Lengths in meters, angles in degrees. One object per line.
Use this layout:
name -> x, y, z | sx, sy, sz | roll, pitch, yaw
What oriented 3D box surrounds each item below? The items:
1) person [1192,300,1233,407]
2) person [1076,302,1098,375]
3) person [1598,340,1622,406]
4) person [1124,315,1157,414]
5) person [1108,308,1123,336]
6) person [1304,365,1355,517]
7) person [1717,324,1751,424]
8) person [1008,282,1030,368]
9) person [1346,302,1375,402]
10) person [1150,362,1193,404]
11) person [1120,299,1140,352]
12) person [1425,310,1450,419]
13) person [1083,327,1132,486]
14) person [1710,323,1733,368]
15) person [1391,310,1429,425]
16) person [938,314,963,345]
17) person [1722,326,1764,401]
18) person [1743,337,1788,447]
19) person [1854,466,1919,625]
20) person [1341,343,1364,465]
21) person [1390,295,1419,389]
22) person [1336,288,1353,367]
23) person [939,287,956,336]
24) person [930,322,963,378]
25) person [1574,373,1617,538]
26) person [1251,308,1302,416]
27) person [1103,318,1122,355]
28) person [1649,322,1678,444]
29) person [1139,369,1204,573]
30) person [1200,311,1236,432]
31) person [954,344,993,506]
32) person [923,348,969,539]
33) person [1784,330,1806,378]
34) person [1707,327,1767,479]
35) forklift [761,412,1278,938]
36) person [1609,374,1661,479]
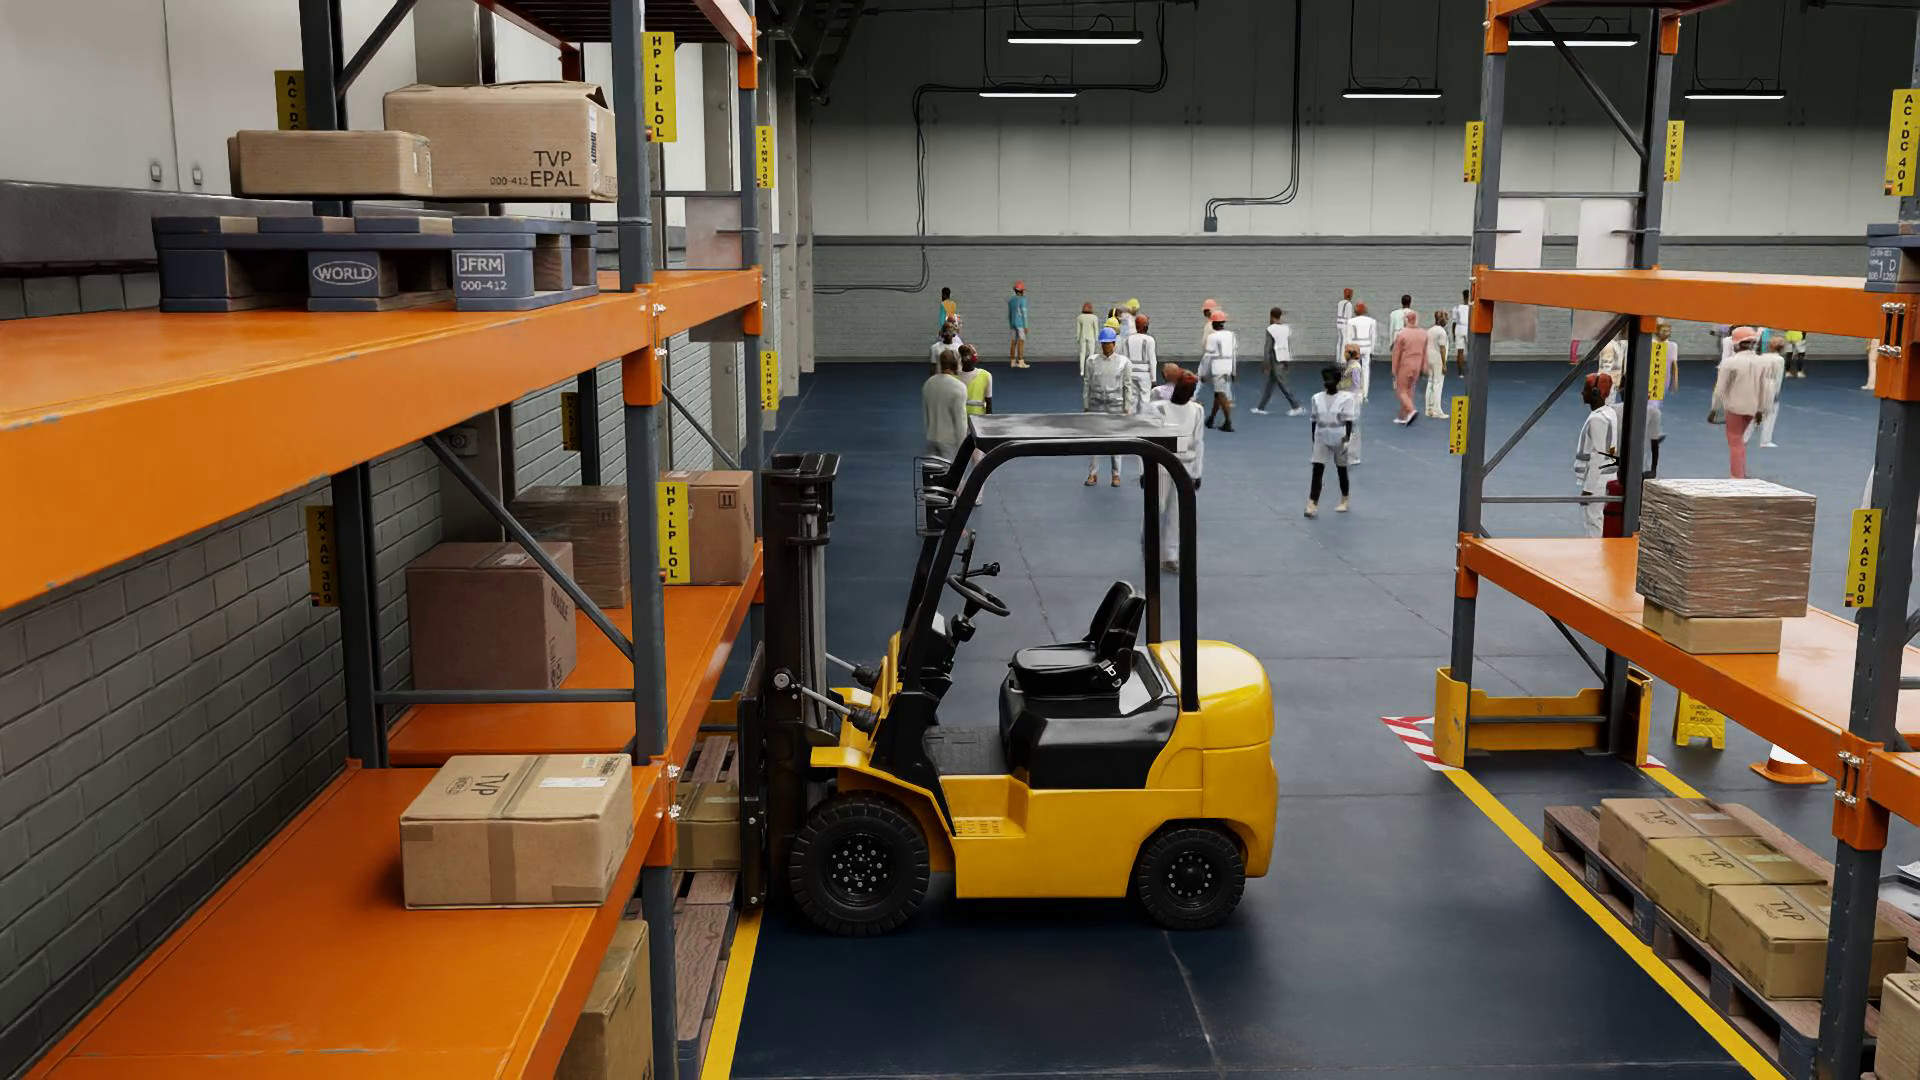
person -> 4.508, -3.373, 30.139 | 1.031, 1.938, 0.607 | -2, 10, -12
person -> 2.850, -4.495, 37.234 | 0.499, 1.634, 0.279 | 3, 11, 17
person -> 9.470, -2.289, 24.152 | 0.390, 1.924, 0.548 | 6, 12, 29
person -> 2.731, -2.443, 25.113 | 0.573, 1.883, 0.355 | 10, 14, 43
person -> 2.601, -2.978, 28.126 | 0.312, 1.869, 0.538 | 1, 10, 4
person -> 4.057, -1.082, 18.166 | 0.531, 1.649, 0.875 | 6, 12, 30
person -> 12.733, -2.788, 27.364 | 0.527, 1.765, 0.329 | -2, 10, -13
person -> 1.401, -5.093, 39.421 | 0.378, 2.045, 0.605 | -8, 13, -38
person -> 7.522, -3.555, 31.410 | 0.599, 1.850, 0.880 | -1, 10, -6
person -> 2.380, -1.185, 18.814 | 0.518, 1.630, 0.320 | -1, 10, -5
person -> 3.494, -4.065, 34.306 | 0.467, 1.820, 0.600 | 7, 12, 33
person -> 8.093, -2.968, 28.149 | 0.346, 1.844, 0.507 | -2, 10, -12
person -> 1.796, -1.626, 20.370 | 0.602, 1.949, 0.389 | 3, 10, 14
person -> 18.026, -4.996, 39.288 | 0.468, 1.903, 0.582 | 10, 14, 43
person -> 7.301, -2.797, 27.072 | 0.666, 1.895, 0.699 | -5, 11, -24
person -> -0.104, -2.462, 25.176 | 0.399, 1.900, 0.643 | -4, 11, -20
person -> 14.084, -3.295, 29.924 | 0.643, 1.873, 0.942 | -4, 11, -22
person -> 11.740, -2.149, 24.269 | 0.498, 1.629, 0.561 | -2, 10, -10
person -> 6.163, 0.104, 11.063 | 0.393, 1.836, 0.561 | 2, 10, 9
person -> 5.265, -1.827, 22.359 | 0.311, 1.638, 0.522 | 1, 10, 5
person -> 9.002, -4.008, 33.729 | 0.588, 1.920, 0.398 | 7, 12, 33
person -> 9.229, -5.087, 39.863 | 0.365, 1.879, 0.584 | -3, 11, -14
person -> -0.282, -5.013, 39.371 | 0.391, 1.911, 0.585 | 6, 12, 28
person -> -0.181, -2.199, 23.854 | 0.504, 1.847, 0.344 | -2, 10, -13
person -> 5.415, -0.486, 14.210 | 0.355, 1.883, 0.572 | 5, 12, 28
person -> 5.518, -3.078, 28.737 | 0.966, 1.860, 0.615 | 9, 13, 40
person -> 2.492, -2.781, 27.372 | 0.282, 1.746, 0.493 | 6, 12, 30
person -> 10.416, -2.331, 24.714 | 0.522, 1.796, 0.949 | 0, 10, -2
person -> 1.926, -0.656, 15.269 | 0.623, 1.849, 0.788 | -3, 11, -16
person -> 4.052, -2.682, 26.405 | 0.565, 1.890, 0.934 | -8, 13, -38
person -> 0.099, -1.305, 18.871 | 0.564, 1.845, 0.389 | 3, 11, 18
person -> -0.133, -0.968, 16.769 | 0.372, 1.931, 0.629 | -8, 13, -38
person -> 18.365, -4.397, 36.546 | 0.393, 1.687, 0.559 | -5, 11, -26
person -> 9.314, -1.566, 19.971 | 0.633, 1.974, 0.570 | -4, 11, -20
forklift -> 0.291, 0.548, 7.580 | 2.313, 2.155, 1.214 | 0, 10, -2
person -> 5.916, -0.573, 14.746 | 0.512, 1.866, 0.330 | 7, 12, 35
